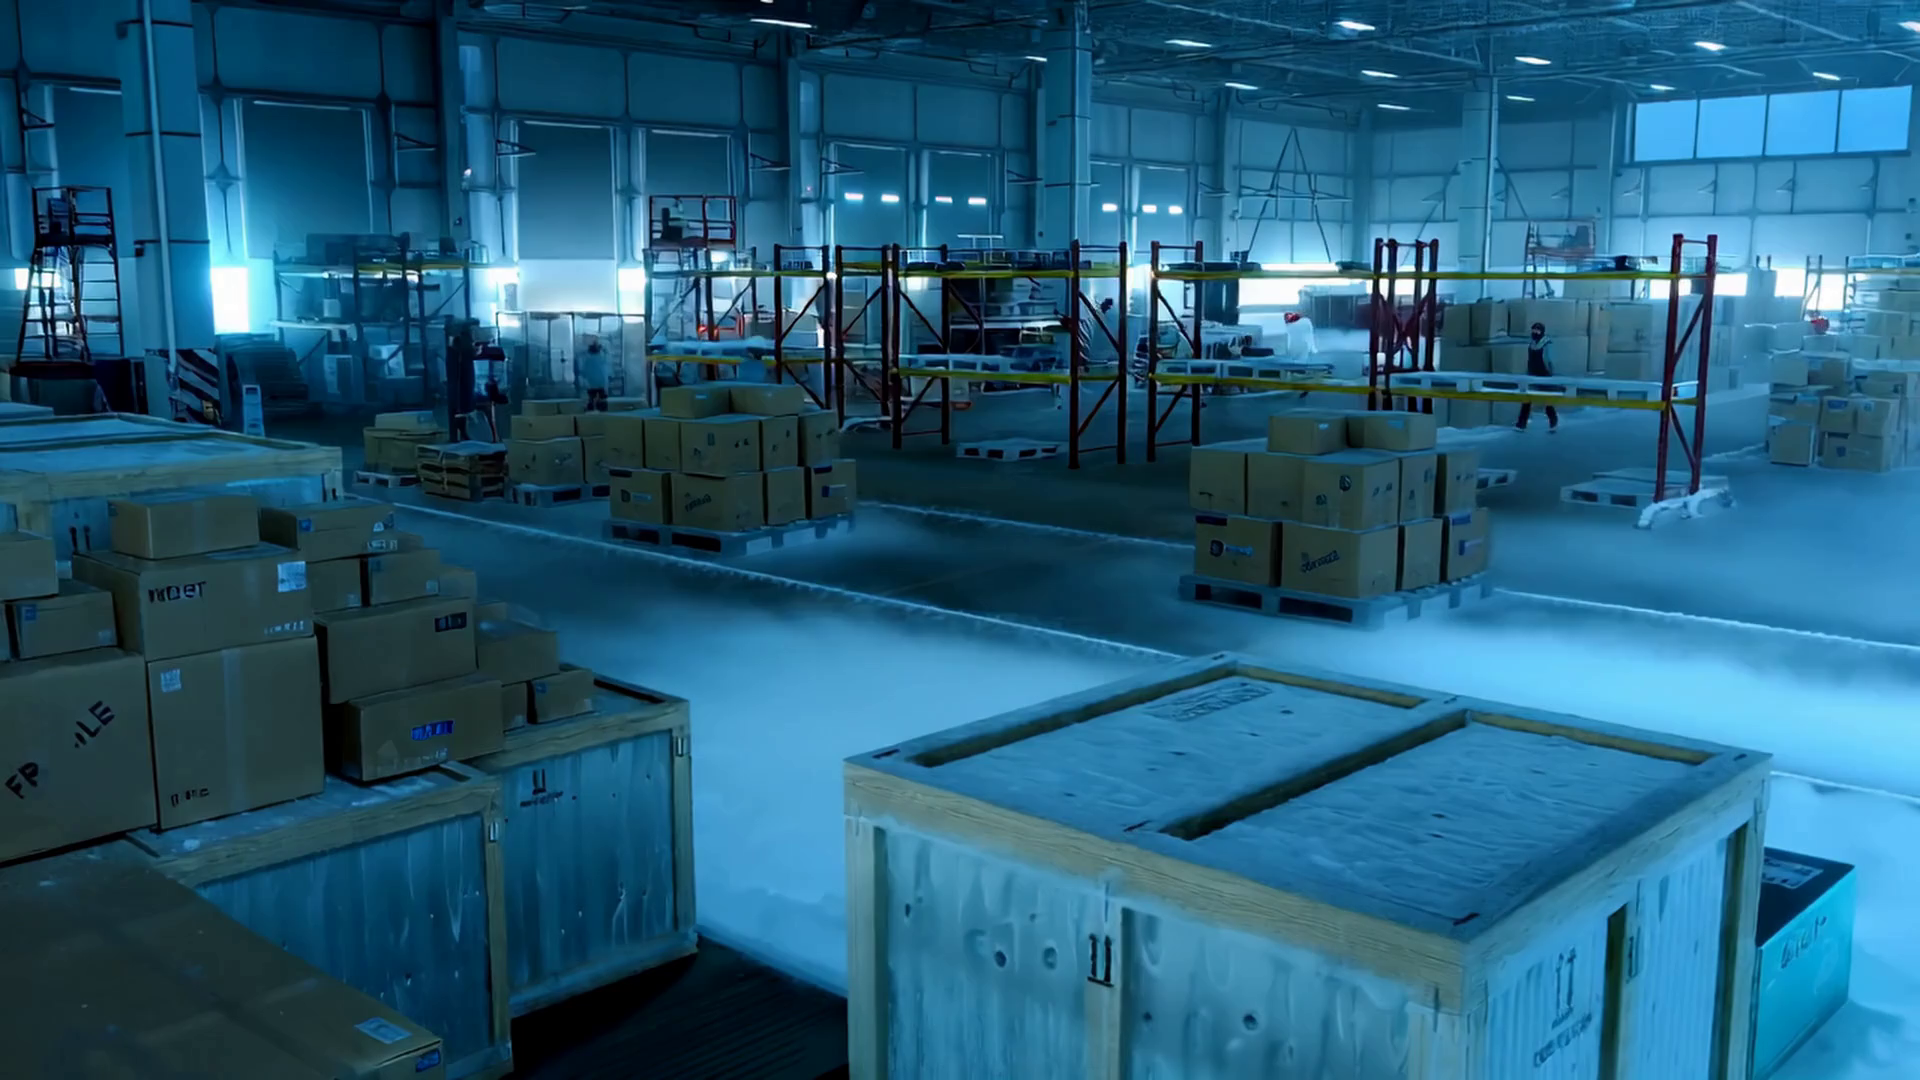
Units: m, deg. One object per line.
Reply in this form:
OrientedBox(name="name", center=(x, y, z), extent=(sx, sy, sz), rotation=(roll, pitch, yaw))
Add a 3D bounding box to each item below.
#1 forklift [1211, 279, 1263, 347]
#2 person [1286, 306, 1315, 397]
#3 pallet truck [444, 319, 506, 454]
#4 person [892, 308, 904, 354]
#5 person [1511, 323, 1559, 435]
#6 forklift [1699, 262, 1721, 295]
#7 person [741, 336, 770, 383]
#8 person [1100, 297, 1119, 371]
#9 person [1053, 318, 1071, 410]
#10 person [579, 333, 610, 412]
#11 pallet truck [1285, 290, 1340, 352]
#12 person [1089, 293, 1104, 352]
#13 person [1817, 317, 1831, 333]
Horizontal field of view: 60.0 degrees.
OrientedBox(name="forklift", center=(7.356, -6.273, 46.008), extent=(1.873, 2.768, 1.129), rotation=(9, 13, 43))
OrientedBox(name="person", center=(7.159, -3.948, 34.813), extent=(0.990, 1.891, 0.647), rotation=(-8, 12, -42))
OrientedBox(name="pallet truck", center=(-6.981, -1.942, 22.150), extent=(1.885, 1.965, 0.823), rotation=(1, 9, 9))
OrientedBox(name="person", center=(-1.609, -5.223, 43.397), extent=(0.311, 1.632, 0.519), rotation=(-2, 10, -14))
OrientedBox(name="person", center=(9.295, -2.579, 26.661), extent=(0.937, 1.811, 0.532), rotation=(-6, 11, -31))
OrientedBox(name="forklift", center=(20.095, -6.078, 44.810), extent=(1.873, 2.768, 1.129), rotation=(3, 10, 17))
OrientedBox(name="person", center=(-2.799, -1.923, 22.780), extent=(0.416, 1.750, 0.540), rotation=(7, 11, 35))
OrientedBox(name="person", center=(3.981, -5.382, 43.487), extent=(0.515, 1.918, 0.691), rotation=(4, 10, 21))
OrientedBox(name="person", center=(1.993, -3.320, 31.396), extent=(0.483, 1.738, 0.320), rotation=(1, 9, 4))
OrientedBox(name="person", center=(-5.690, -2.387, 25.887), extent=(0.549, 1.650, 0.777), rotation=(-8, 12, -41))
OrientedBox(name="pallet truck", center=(11.297, -6.951, 52.861), extent=(1.885, 1.965, 0.823), rotation=(-5, 11, -29))
OrientedBox(name="person", center=(4.203, -6.647, 51.227), extent=(0.545, 1.927, 0.390), rotation=(-3, 10, -19))
OrientedBox(name="person", center=(14.390, -2.784, 27.732), extent=(0.595, 1.873, 1.011), rotation=(9, 13, 44))
